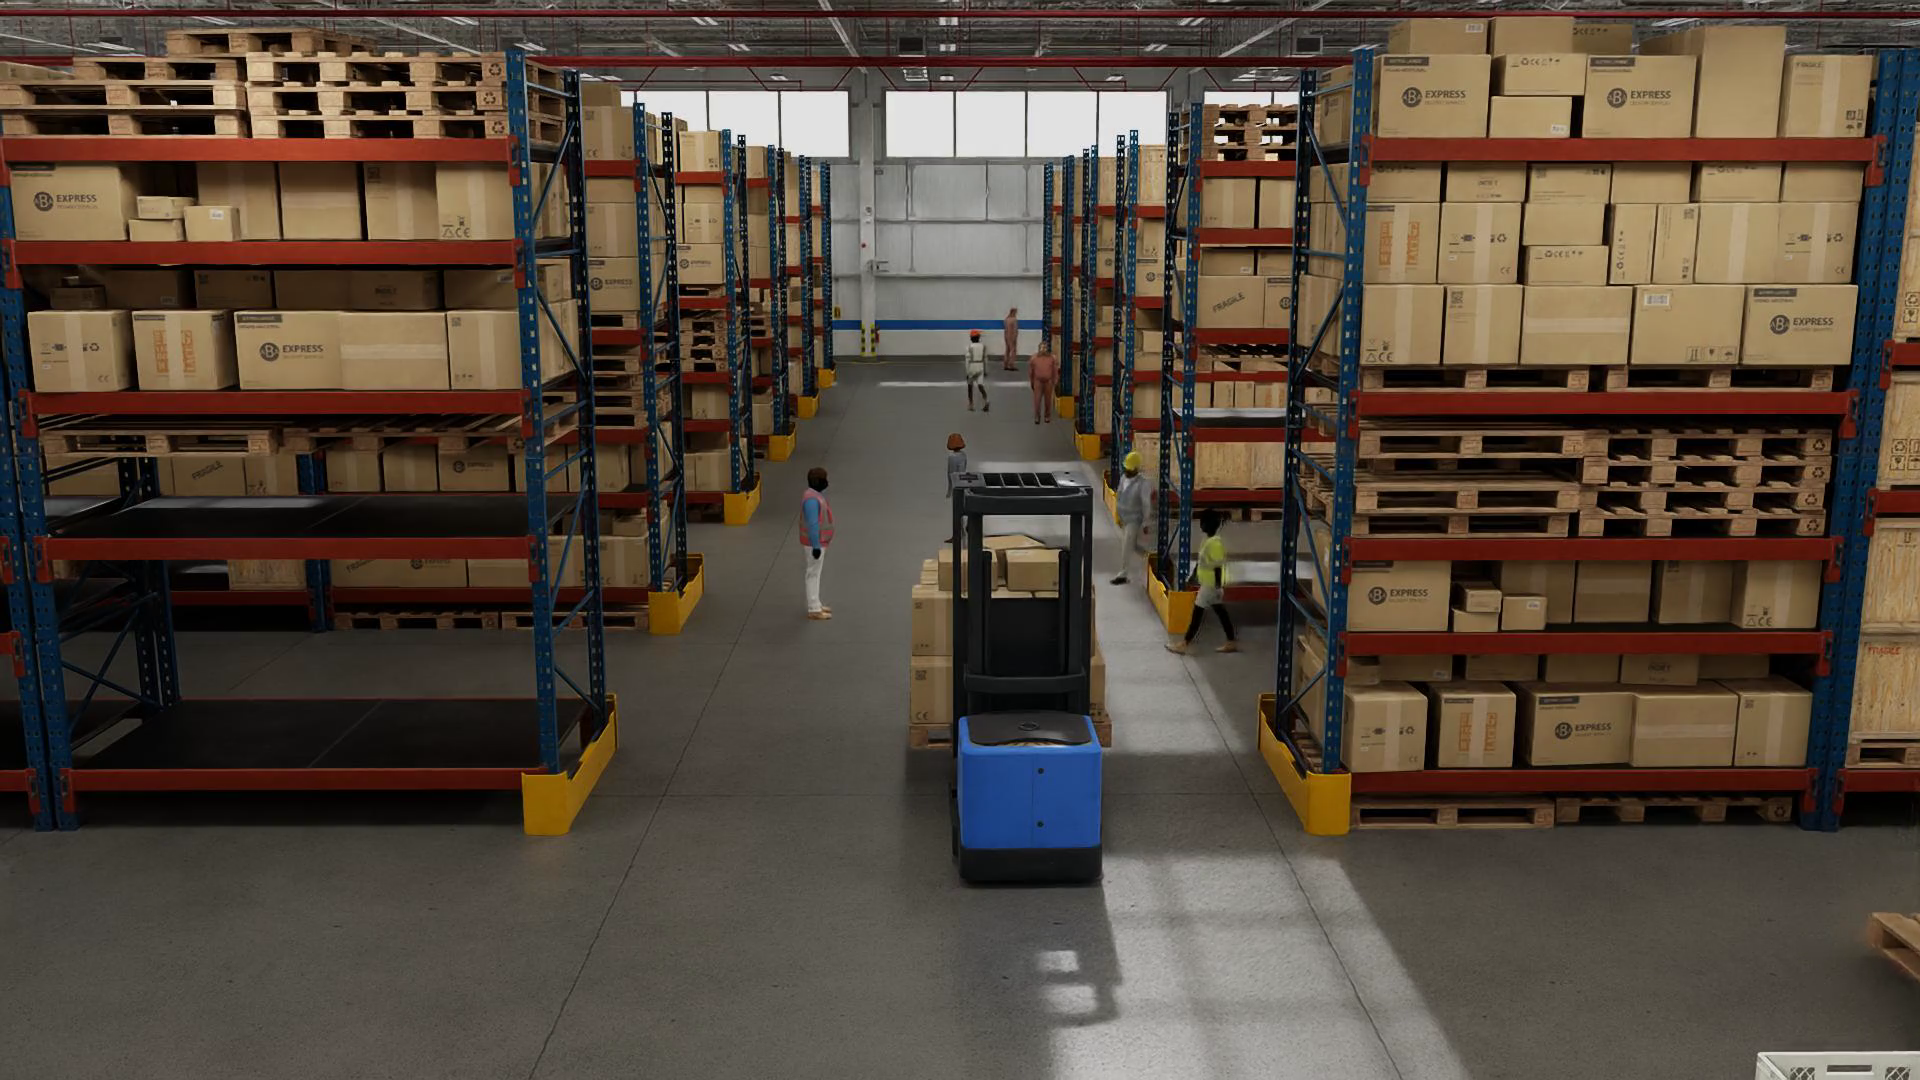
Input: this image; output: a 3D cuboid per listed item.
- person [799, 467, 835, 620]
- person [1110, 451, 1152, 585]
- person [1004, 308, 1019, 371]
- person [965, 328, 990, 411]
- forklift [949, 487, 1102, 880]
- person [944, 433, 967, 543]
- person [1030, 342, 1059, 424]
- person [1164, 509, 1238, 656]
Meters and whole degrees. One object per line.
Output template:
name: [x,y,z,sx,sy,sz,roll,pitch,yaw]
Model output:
person: [-1.726,0.031,20.132,0.430,1.845,0.622,0,11,-1]
person: [2.347,-0.305,21.920,0.769,1.791,0.590,-6,13,-26]
person: [1.571,-6.052,50.160,0.400,1.894,0.695,-5,13,-24]
person: [0.419,-4.100,40.184,0.615,2.020,0.879,-6,13,-26]
forklift: [0.495,0.986,12.813,1.129,2.768,1.873,0,11,-2]
person: [-0.061,-0.765,24.594,0.280,1.633,0.500,5,12,23]
person: [1.910,-3.561,37.869,0.659,1.869,0.914,1,11,4]
person: [2.724,0.467,18.428,0.849,1.649,0.544,1,11,3]
